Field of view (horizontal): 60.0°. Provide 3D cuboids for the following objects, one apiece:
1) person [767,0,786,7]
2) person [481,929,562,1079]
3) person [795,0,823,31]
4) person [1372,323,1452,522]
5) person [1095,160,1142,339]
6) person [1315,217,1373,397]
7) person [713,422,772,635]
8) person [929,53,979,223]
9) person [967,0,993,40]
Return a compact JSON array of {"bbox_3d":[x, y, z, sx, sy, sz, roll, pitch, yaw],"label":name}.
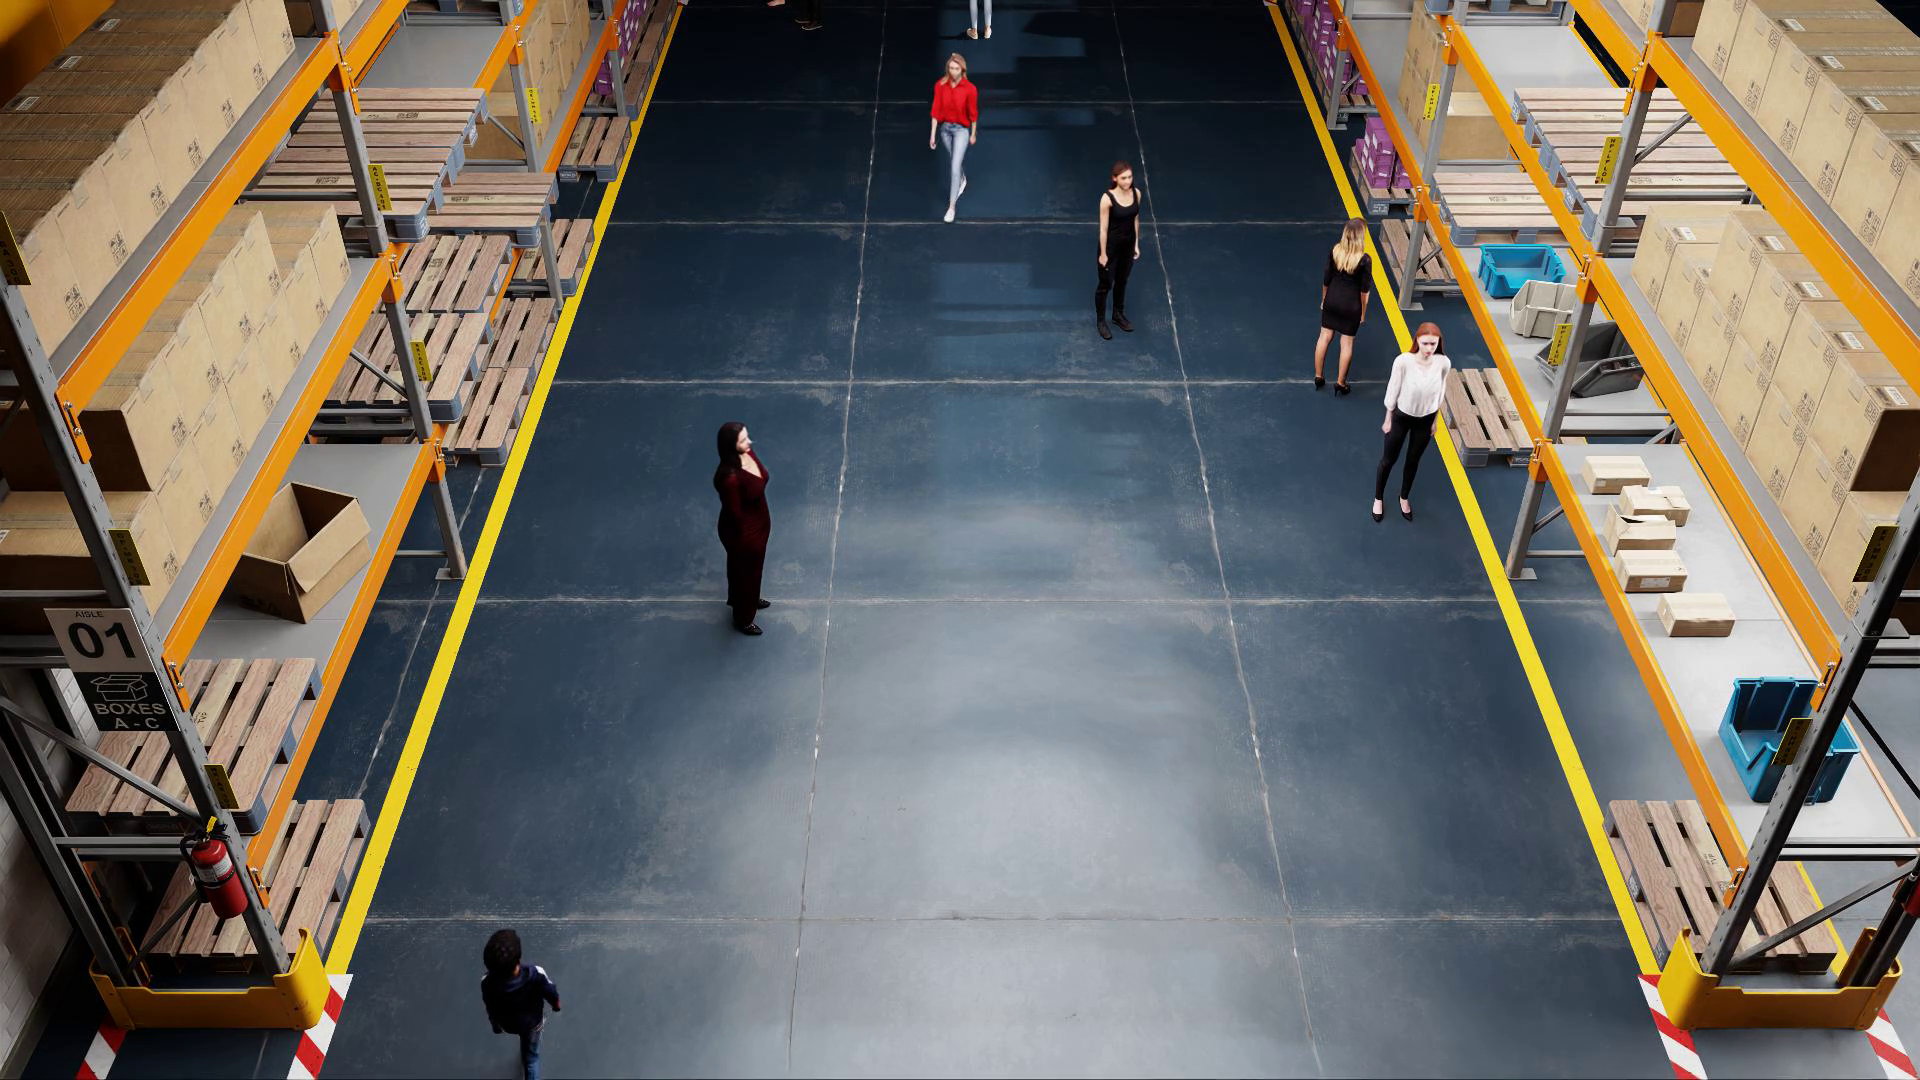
[{"bbox_3d":[-2.438,-7.820,21.545,0.692,1.706,0.517,-7,39,-8],"label":"person"},{"bbox_3d":[-2.366,2.585,8.928,0.538,1.192,0.830,-1,39,-2],"label":"person"},{"bbox_3d":[-1.909,-7.320,20.870,0.770,1.768,0.595,12,40,15],"label":"person"},{"bbox_3d":[3.486,-0.911,12.851,0.599,1.759,0.486,-1,39,-1],"label":"person"},{"bbox_3d":[1.425,-2.656,15.093,0.679,1.688,0.707,-21,43,-24],"label":"person"},{"bbox_3d":[3.284,-2.007,14.291,0.620,1.675,0.647,24,44,27],"label":"person"},{"bbox_3d":[-1.550,-0.105,11.843,0.734,1.758,0.553,3,39,4],"label":"person"},{"bbox_3d":[-0.044,-4.189,17.037,0.869,1.658,1.224,11,40,13],"label":"person"},{"bbox_3d":[0.235,-7.122,20.599,0.626,1.795,0.559,-7,39,-9],"label":"person"}]
